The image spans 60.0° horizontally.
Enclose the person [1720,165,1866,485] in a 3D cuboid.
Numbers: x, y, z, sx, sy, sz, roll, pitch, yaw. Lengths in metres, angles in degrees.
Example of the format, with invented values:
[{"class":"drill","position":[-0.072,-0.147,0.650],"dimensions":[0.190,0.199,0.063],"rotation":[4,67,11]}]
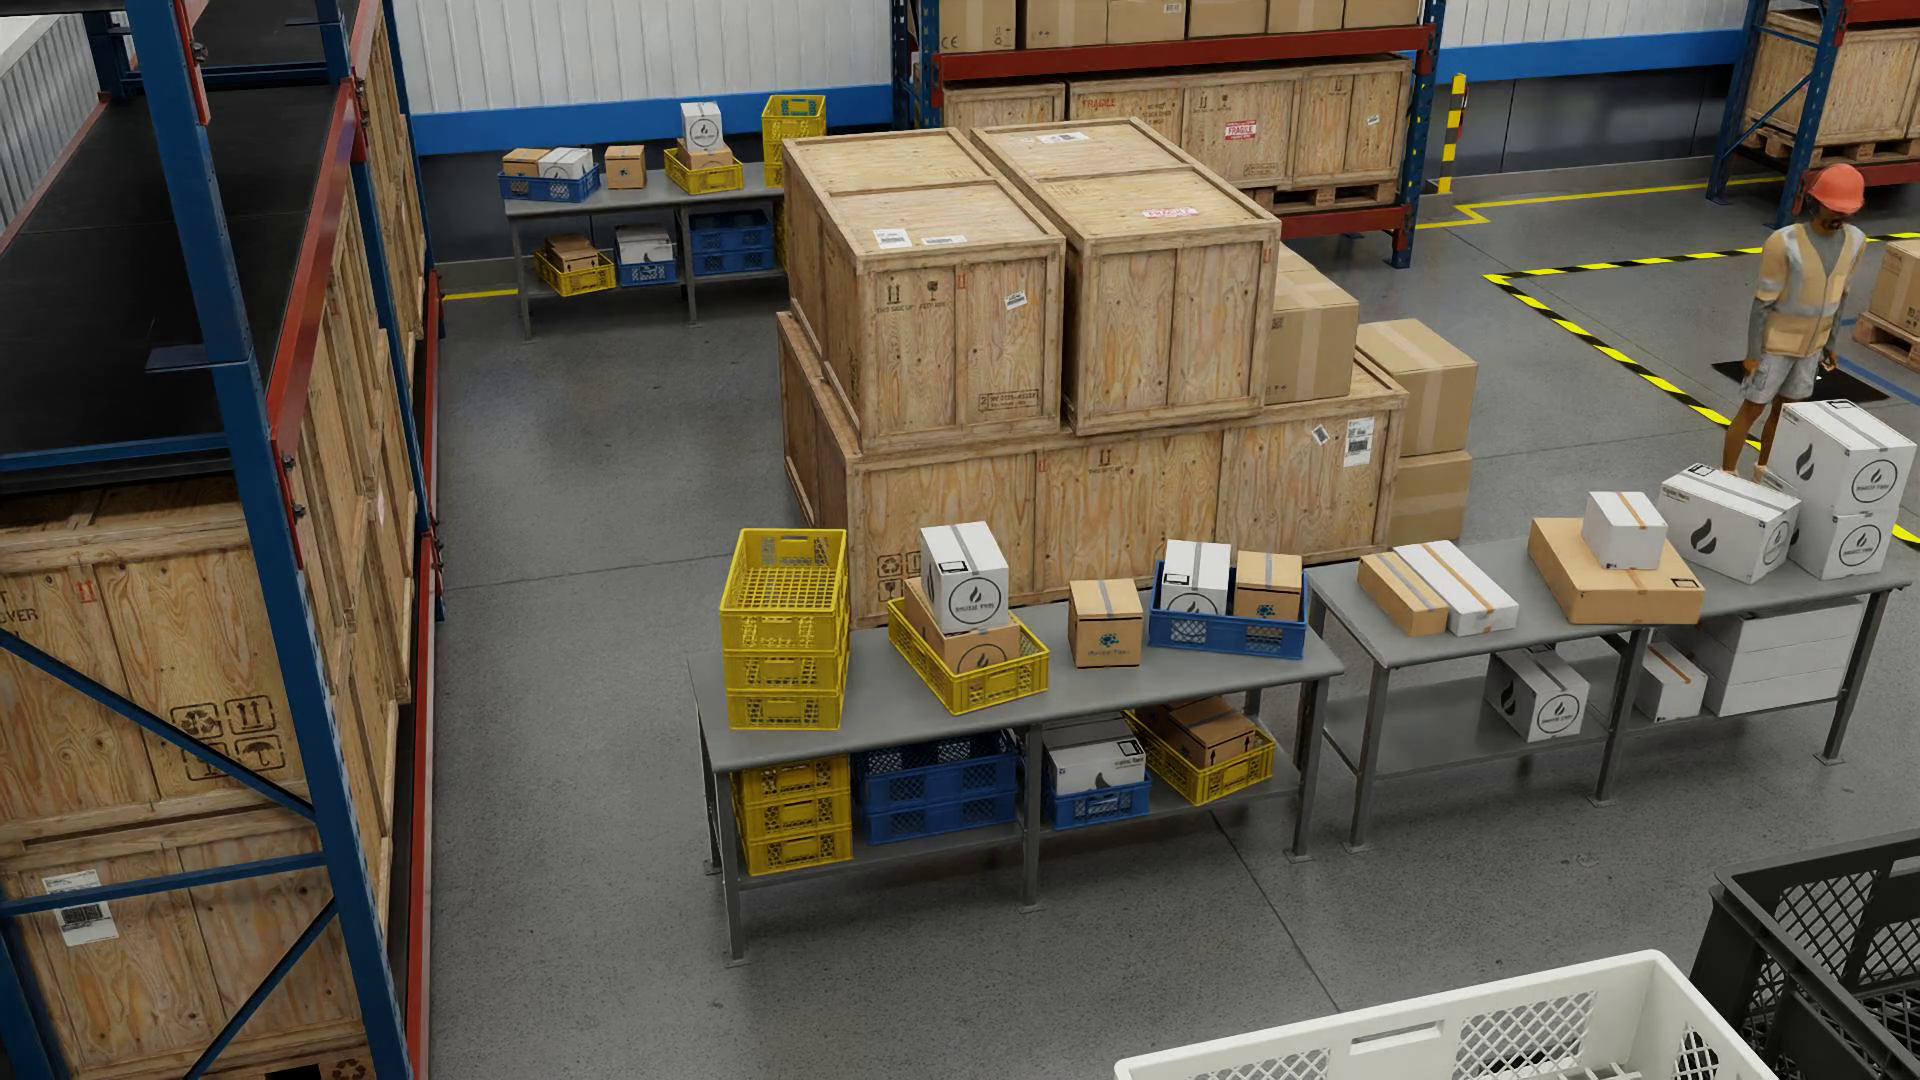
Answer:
[{"class":"person","position":[4.658,-1.094,9.271],"dimensions":[0.606,2.039,0.391],"rotation":[-7,30,-12]}]
